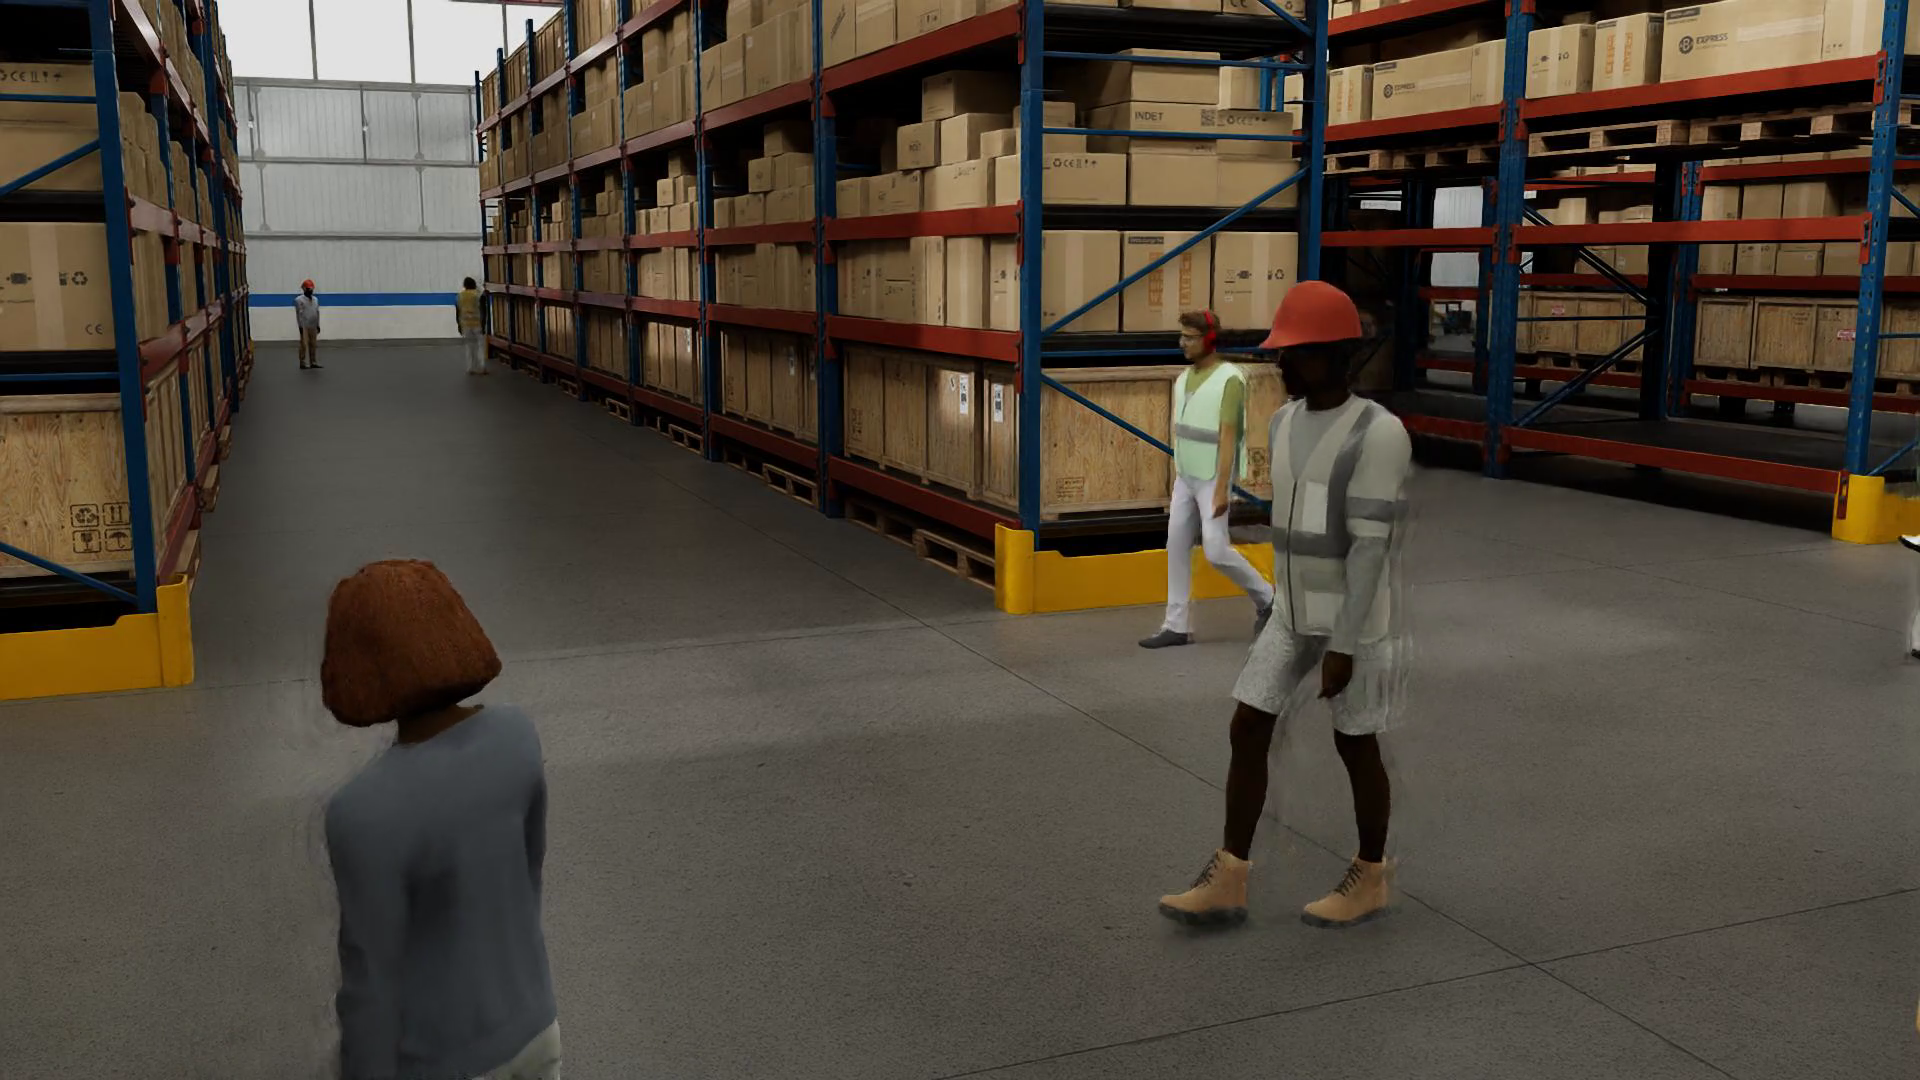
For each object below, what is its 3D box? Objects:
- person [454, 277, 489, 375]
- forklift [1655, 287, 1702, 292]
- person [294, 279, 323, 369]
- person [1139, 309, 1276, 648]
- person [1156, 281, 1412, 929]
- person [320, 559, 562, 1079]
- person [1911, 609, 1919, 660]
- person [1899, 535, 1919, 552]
[{"bbox_3d":[-9.003,-3.932,30.636,0.647,1.804,0.499,2,10,10],"label":"person"},{"bbox_3d":[11.959,-3.989,27.755,1.129,2.768,1.873,-4,10,-21],"label":"forklift"},{"bbox_3d":[-12.688,-4.203,32.445,0.360,1.742,0.563,4,10,21],"label":"person"},{"bbox_3d":[1.355,-0.324,8.945,0.743,1.825,0.579,-5,11,-27],"label":"person"},{"bbox_3d":[0.998,0.243,5.024,0.890,2.012,0.612,-5,11,-29],"label":"person"},{"bbox_3d":[-0.831,0.828,2.694,0.314,1.624,0.524,3,10,19],"label":"person"},{"bbox_3d":[5.288,-0.152,8.610,0.850,1.600,0.523,-5,11,-30],"label":"person"},{"bbox_3d":[7.077,-0.738,11.390,0.974,1.848,0.629,0,9,0],"label":"person"}]
